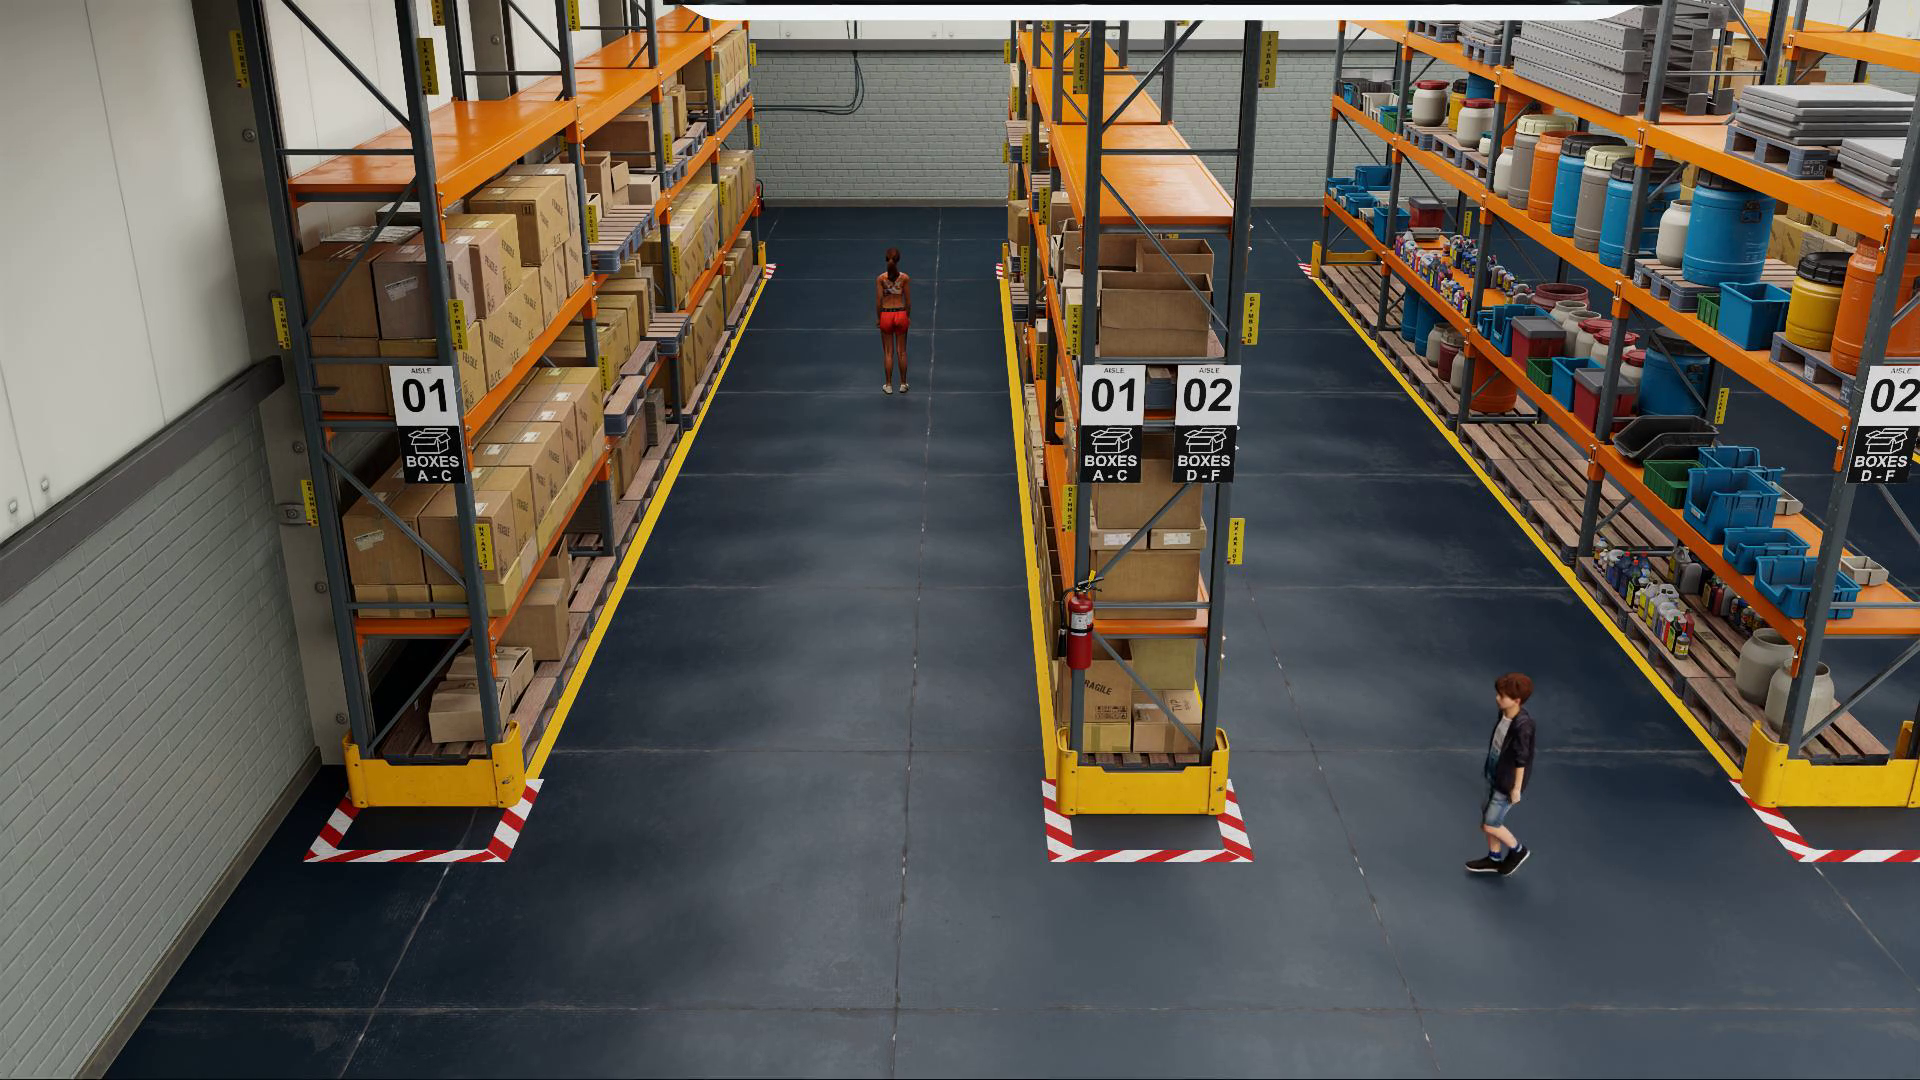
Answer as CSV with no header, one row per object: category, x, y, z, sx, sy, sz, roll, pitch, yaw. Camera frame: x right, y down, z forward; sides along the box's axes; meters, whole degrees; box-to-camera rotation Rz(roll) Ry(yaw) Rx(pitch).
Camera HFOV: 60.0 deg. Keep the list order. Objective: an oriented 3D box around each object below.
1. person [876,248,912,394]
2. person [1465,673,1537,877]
person,-0.814,-2.692,20.412,0.611,1.790,0.573,-3,22,-7
person,3.526,1.513,10.597,0.616,1.436,0.551,-2,22,-5
